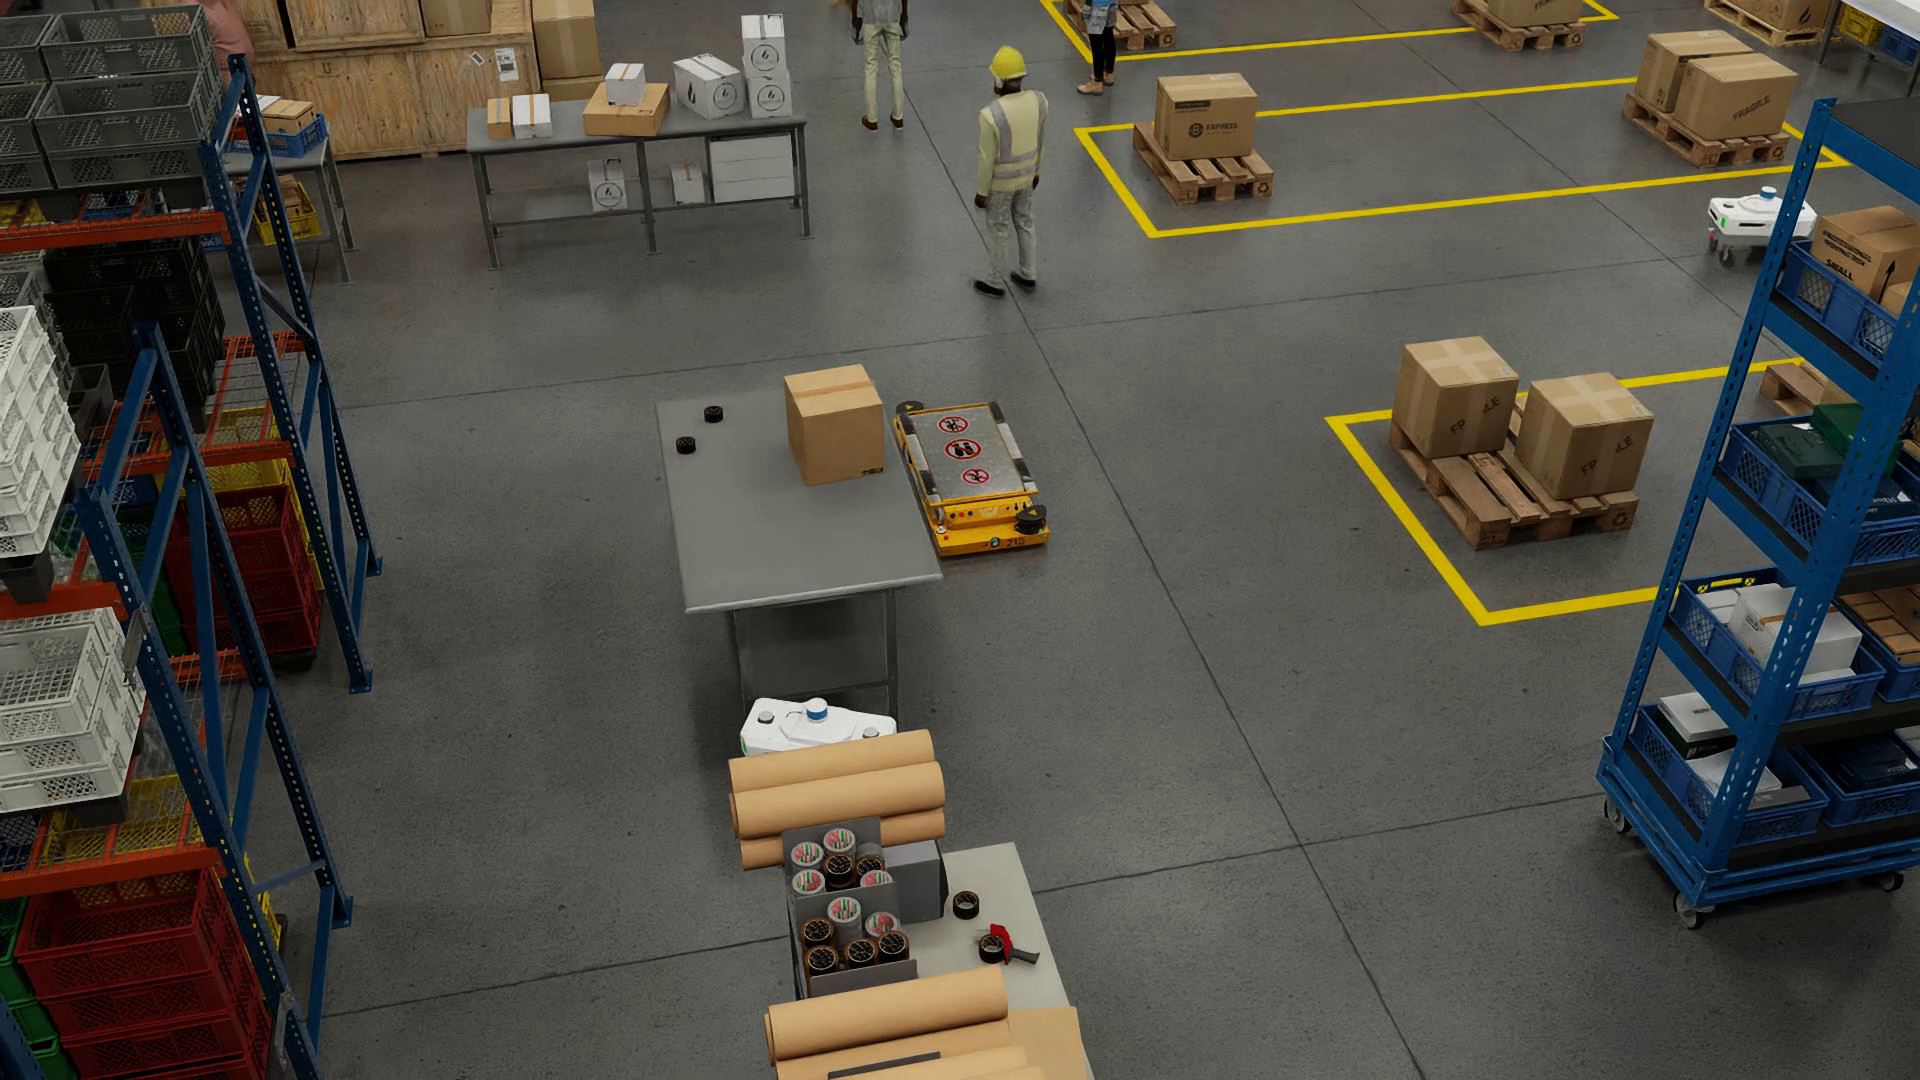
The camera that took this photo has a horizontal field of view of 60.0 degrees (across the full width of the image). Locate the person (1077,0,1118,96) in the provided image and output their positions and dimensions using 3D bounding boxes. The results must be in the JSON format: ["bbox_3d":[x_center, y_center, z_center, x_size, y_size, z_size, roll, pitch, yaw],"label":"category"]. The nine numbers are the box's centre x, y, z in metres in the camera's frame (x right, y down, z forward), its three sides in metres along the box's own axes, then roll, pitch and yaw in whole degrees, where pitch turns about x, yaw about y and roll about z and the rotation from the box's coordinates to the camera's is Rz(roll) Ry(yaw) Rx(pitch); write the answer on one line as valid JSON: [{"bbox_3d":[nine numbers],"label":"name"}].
[{"bbox_3d":[1.245,-4.836,14.840,0.319,1.698,0.538,19,41,24],"label":"person"}]

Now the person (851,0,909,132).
[{"bbox_3d":[-0.679,-4.402,14.131,0.500,1.862,0.327,-6,37,-8],"label":"person"}]

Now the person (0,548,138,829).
[{"bbox_3d":[-4.172,0.556,7.485,0.663,1.833,0.695,5,37,7],"label":"person"}]

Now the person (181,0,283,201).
[{"bbox_3d":[-5.701,-3.622,13.035,0.411,1.913,0.643,-2,37,-2],"label":"person"}]

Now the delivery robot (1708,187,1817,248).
[{"bbox_3d":[5.987,-2.403,12.449,0.707,0.478,0.477,2,37,2],"label":"delivery robot"}]

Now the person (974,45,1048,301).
[{"bbox_3d":[0.334,-2.564,11.680,0.598,1.831,0.404,-28,45,-32],"label":"person"}]

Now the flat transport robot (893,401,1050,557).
[{"bbox_3d":[0.046,-0.430,10.108,0.652,0.197,1.431,-8,37,-10],"label":"flat transport robot"}]

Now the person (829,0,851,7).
[{"bbox_3d":[-1.276,-6.241,16.634,0.640,1.818,0.524,-2,37,-2],"label":"person"}]

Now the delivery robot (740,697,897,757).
[{"bbox_3d":[-0.674,0.963,7.925,0.707,0.478,0.477,8,37,10],"label":"delivery robot"}]
